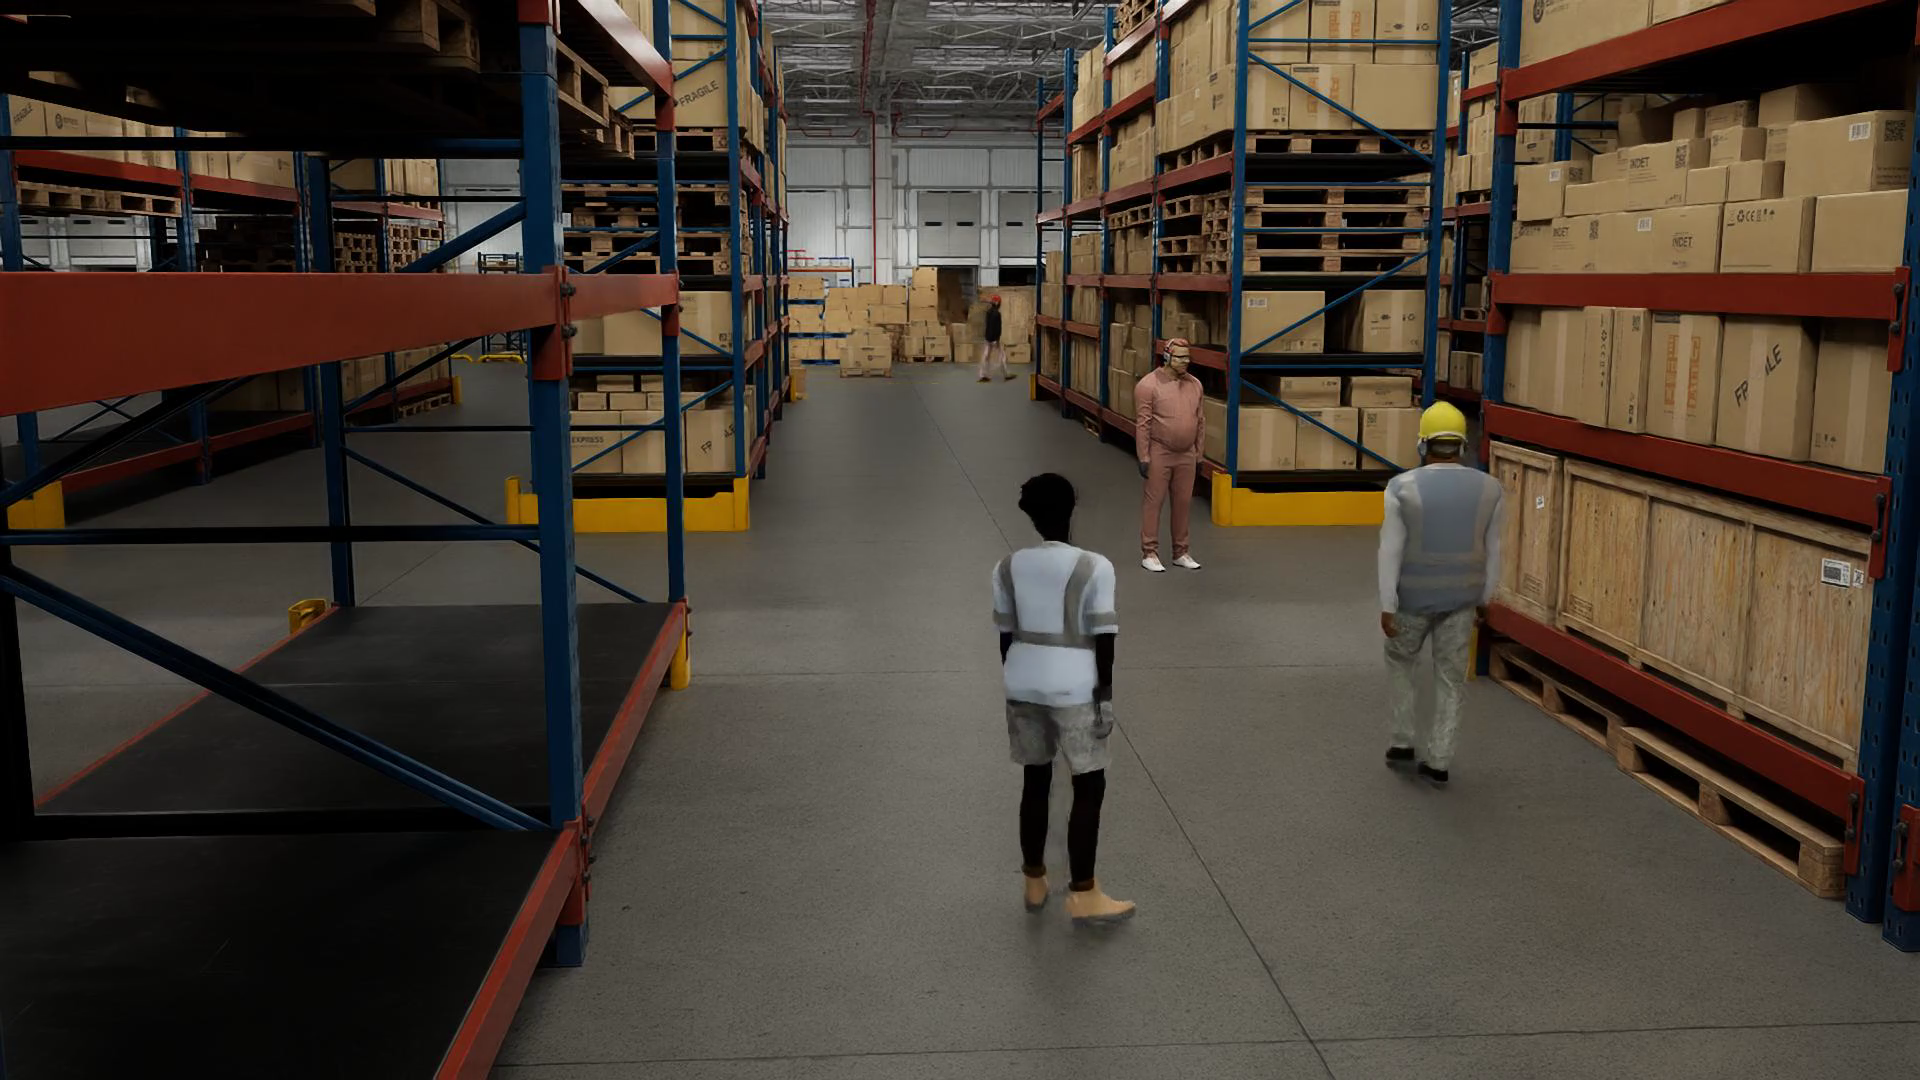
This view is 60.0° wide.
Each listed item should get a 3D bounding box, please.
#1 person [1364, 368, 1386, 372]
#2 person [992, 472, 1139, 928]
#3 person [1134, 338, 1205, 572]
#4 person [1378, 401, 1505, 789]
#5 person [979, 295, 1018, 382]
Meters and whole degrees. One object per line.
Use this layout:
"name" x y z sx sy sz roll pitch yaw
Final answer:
"person" 6.631 -2.732 26.557 0.429 1.837 0.621 5 10 29
"person" 0.376 0.586 6.237 0.642 1.662 0.405 7 11 36
"person" 1.729 -0.688 13.539 0.642 1.900 0.400 -4 10 -25
"person" 2.250 0.247 7.916 0.611 1.808 0.615 0 9 -1
"person" 0.838 -4.535 37.471 0.994 1.951 0.608 -6 11 -32
